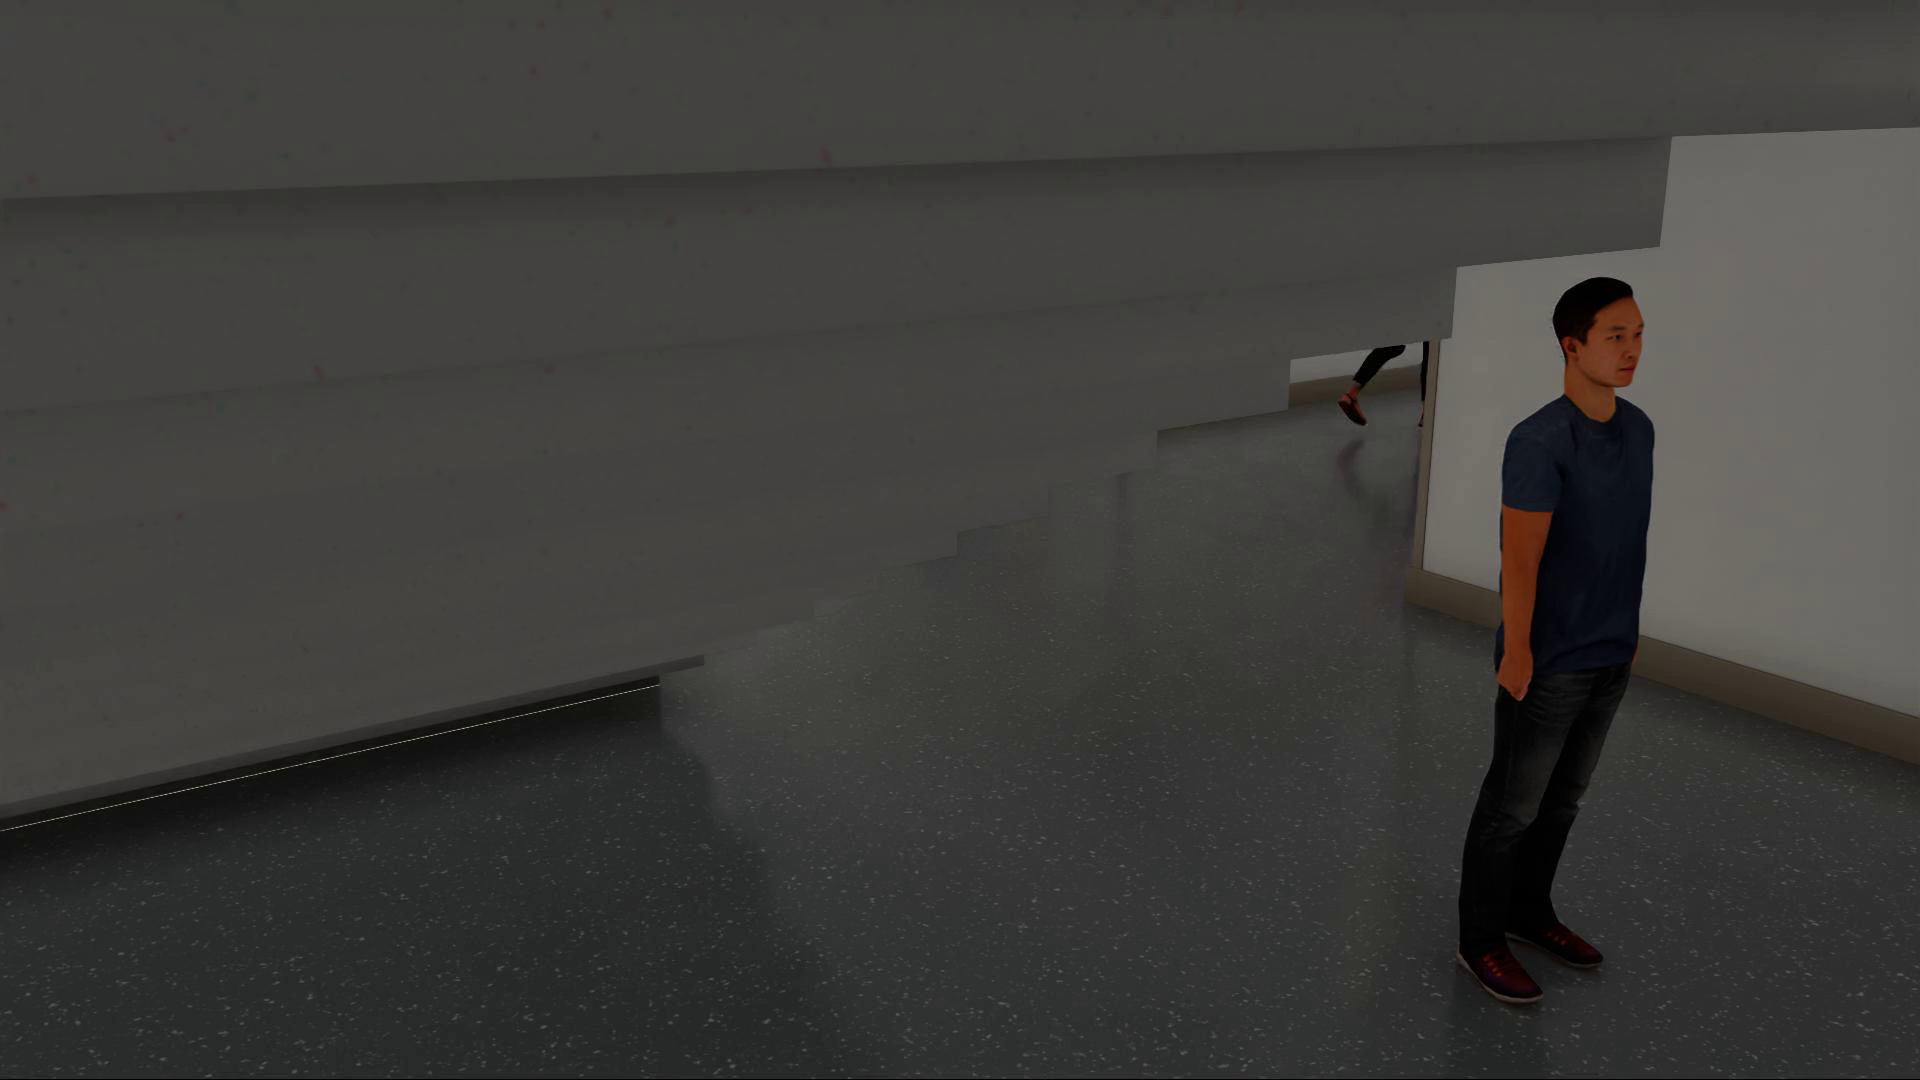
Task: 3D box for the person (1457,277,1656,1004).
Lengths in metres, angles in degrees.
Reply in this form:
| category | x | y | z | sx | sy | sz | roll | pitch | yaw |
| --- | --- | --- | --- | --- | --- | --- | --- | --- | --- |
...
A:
| category | x | y | z | sx | sy | sz | roll | pitch | yaw |
| --- | --- | --- | --- | --- | --- | --- | --- | --- | --- |
| person | 1.500 | 0.249 | 4.159 | 0.659 | 1.808 | 0.521 | -11 | 19 | -35 |
